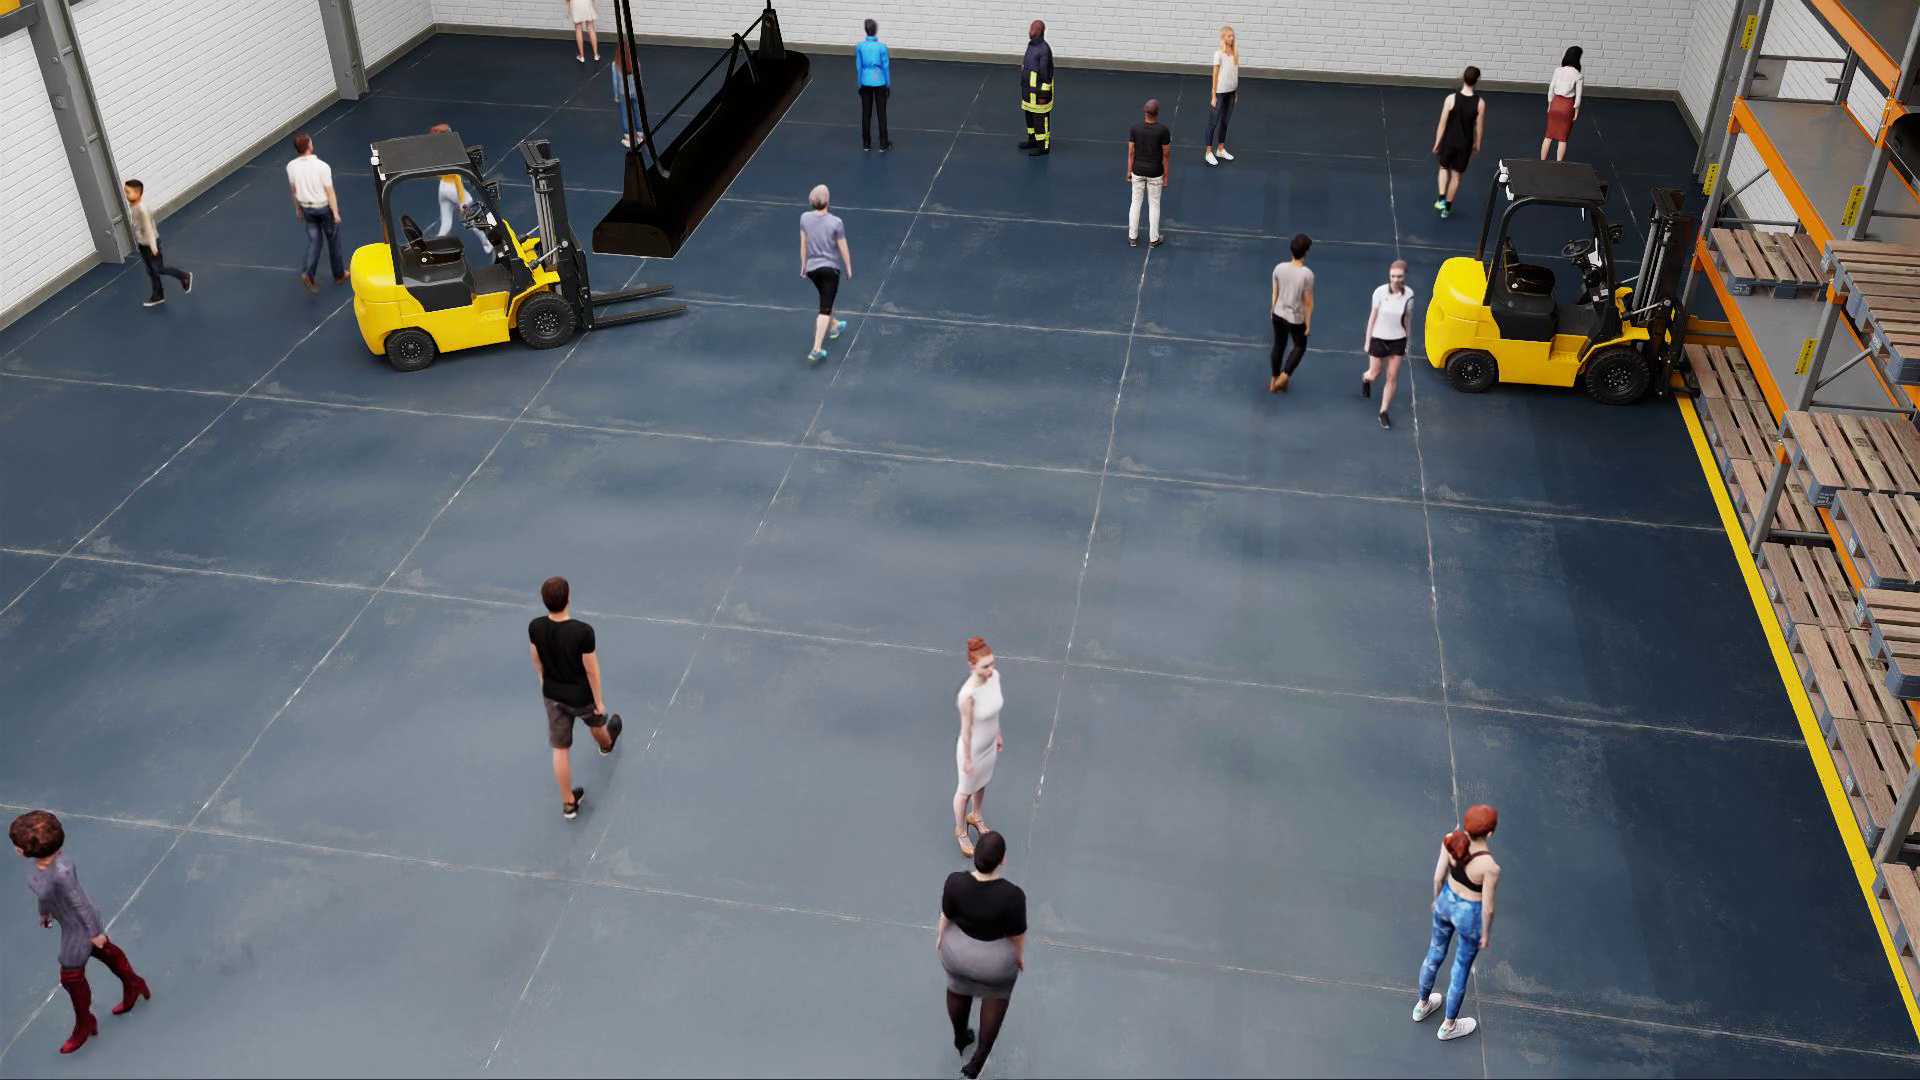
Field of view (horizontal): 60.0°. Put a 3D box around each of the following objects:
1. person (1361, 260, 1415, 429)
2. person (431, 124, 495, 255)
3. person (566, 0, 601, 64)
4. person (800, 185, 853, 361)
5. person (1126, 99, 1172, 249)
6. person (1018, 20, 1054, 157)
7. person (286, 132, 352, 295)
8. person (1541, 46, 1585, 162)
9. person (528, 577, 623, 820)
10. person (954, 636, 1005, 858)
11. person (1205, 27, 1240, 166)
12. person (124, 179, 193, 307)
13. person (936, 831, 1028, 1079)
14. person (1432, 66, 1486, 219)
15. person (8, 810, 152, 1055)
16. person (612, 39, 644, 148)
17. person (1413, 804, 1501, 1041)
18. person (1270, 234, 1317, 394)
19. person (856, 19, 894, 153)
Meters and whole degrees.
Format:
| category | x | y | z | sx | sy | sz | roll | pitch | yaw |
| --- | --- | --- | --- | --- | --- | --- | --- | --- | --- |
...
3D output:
| category | x | y | z | sx | sy | sz | roll | pitch | yaw |
| --- | --- | --- | --- | --- | --- | --- | --- | --- | --- |
| person | 4.197 | -1.985 | 16.396 | 0.663 | 1.736 | 0.906 | 0 | 34 | 0 |
| person | -5.978 | -3.960 | 19.406 | 0.955 | 1.694 | 1.244 | 21 | 39 | 29 |
| person | -5.926 | -8.365 | 26.009 | 0.699 | 1.721 | 0.714 | -9 | 35 | -14 |
| person | -1.456 | -2.775 | 17.487 | 0.875 | 1.845 | 1.276 | 13 | 36 | 19 |
| person | 2.249 | -4.400 | 19.969 | 0.684 | 1.804 | 0.601 | 8 | 35 | 12 |
| person | 1.054 | -6.166 | 22.610 | 0.923 | 1.821 | 0.814 | -13 | 36 | -18 |
| person | -7.331 | -3.681 | 18.859 | 0.662 | 1.836 | 1.047 | 5 | 34 | 8 |
| person | 7.909 | -5.613 | 21.842 | 0.672 | 1.751 | 0.689 | 28 | 43 | 35 |
| person | -2.760 | 1.134 | 11.628 | 0.720 | 1.820 | 1.188 | 4 | 34 | 6 |
| person | 0.122 | 1.398 | 11.256 | 0.702 | 1.792 | 0.582 | 23 | 40 | 30 |
| person | 3.526 | -5.988 | 22.354 | 0.651 | 1.809 | 0.719 | -23 | 40 | -30 |
| person | -9.063 | -3.361 | 18.722 | 0.790 | 1.453 | 0.923 | 25 | 41 | 33 |
| person | 0.116 | 2.484 | 9.673 | 0.749 | 1.736 | 0.894 | 5 | 34 | 8 |
| person | 6.168 | -4.901 | 20.655 | 0.750 | 1.878 | 0.671 | 10 | 35 | 15 |
| person | -5.237 | 2.268 | 10.038 | 0.952 | 1.693 | 0.863 | -29 | 43 | -36 |
| person | -4.572 | -6.156 | 22.907 | 0.625 | 1.475 | 0.664 | -16 | 37 | -23 |
| person | 2.988 | 2.271 | 9.951 | 0.745 | 1.784 | 0.685 | -21 | 39 | -28 |
| person | 3.290 | -2.234 | 16.799 | 0.782 | 1.705 | 0.844 | 21 | 39 | 28 |
| person | -1.186 | -6.206 | 22.693 | 0.616 | 1.797 | 0.534 | 7 | 34 | 11 |
